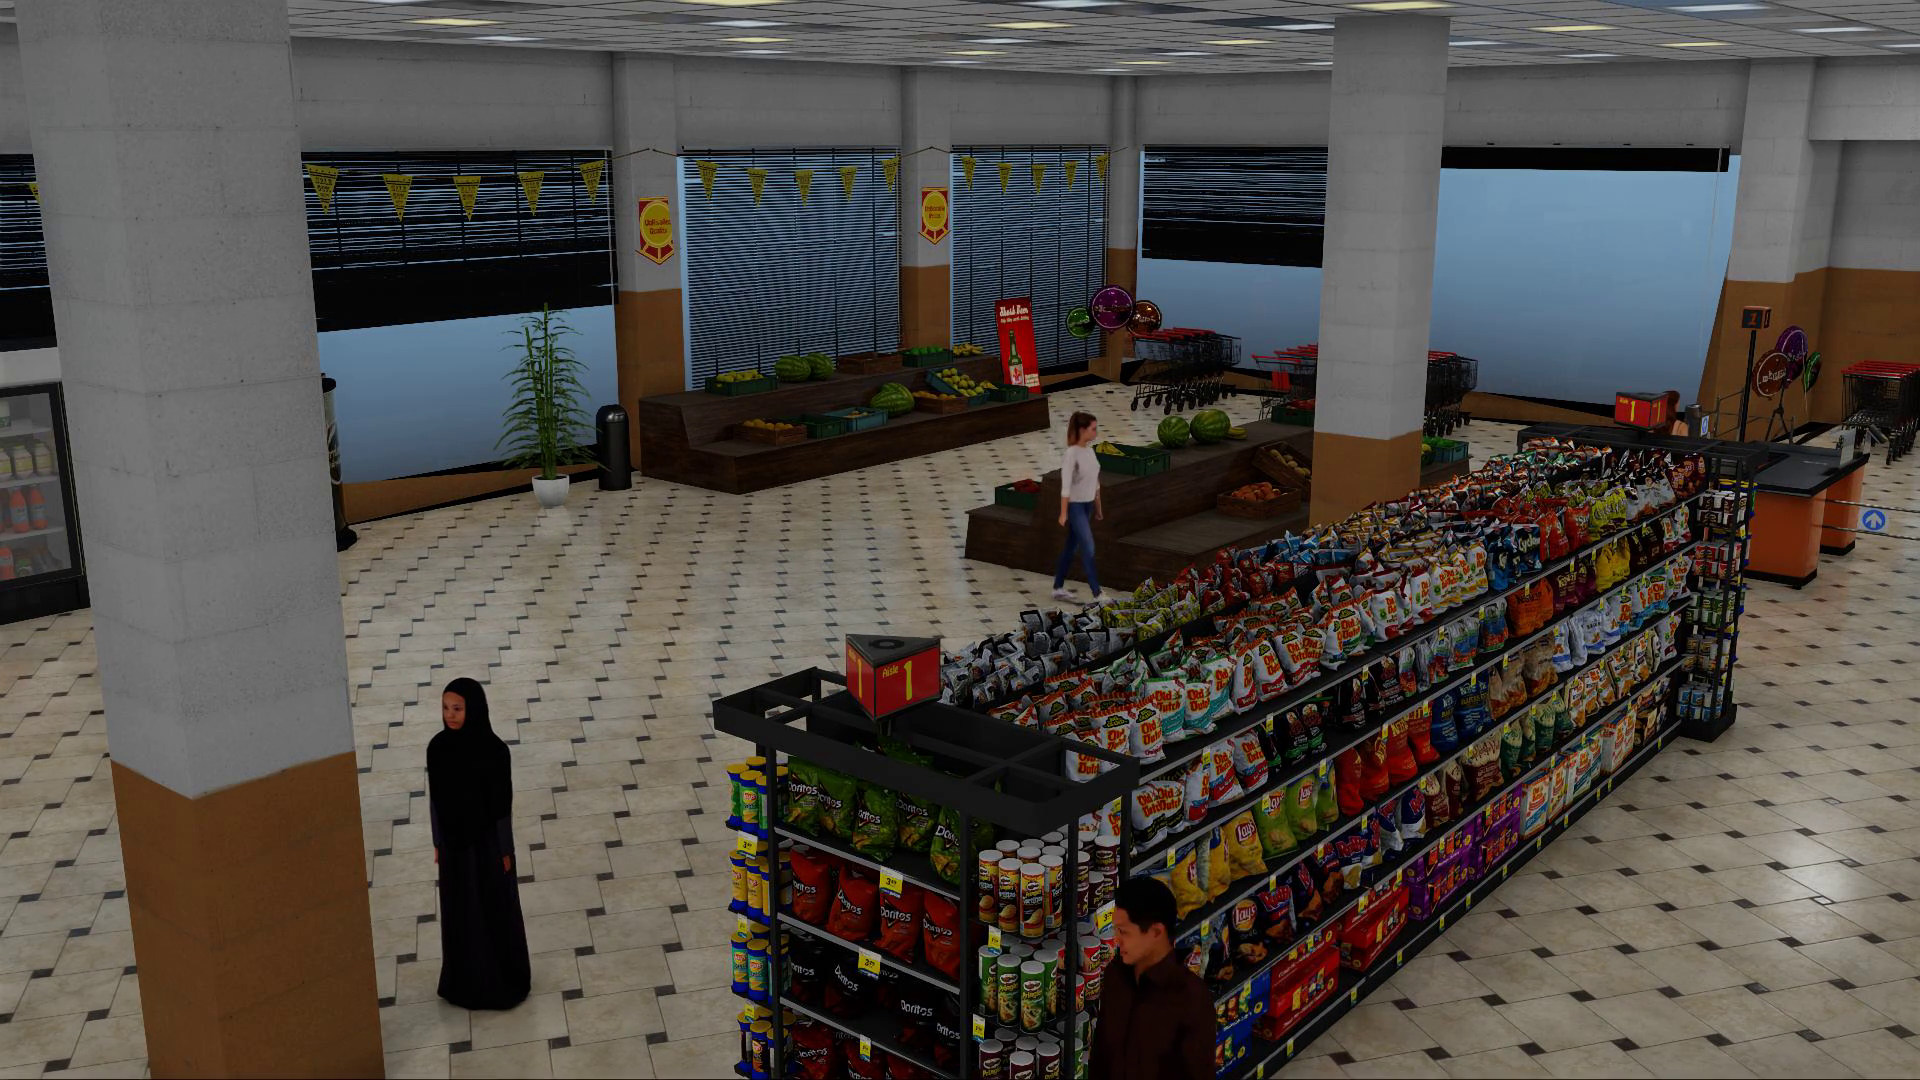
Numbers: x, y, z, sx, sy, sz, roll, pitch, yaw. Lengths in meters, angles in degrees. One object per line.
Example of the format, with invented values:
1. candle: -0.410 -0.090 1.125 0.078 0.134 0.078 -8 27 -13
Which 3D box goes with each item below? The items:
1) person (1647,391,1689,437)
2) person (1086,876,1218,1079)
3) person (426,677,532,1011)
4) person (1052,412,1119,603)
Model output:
1. person: 6.959 -0.673 16.449 0.570 1.626 0.561 12 18 41
2. person: 0.694 1.925 5.456 0.765 1.758 0.750 -12 18 -40
3. person: -2.283 1.416 7.861 0.701 1.614 0.719 4 14 16
4. person: 0.963 -0.265 14.619 0.749 1.696 0.937 9 16 33
